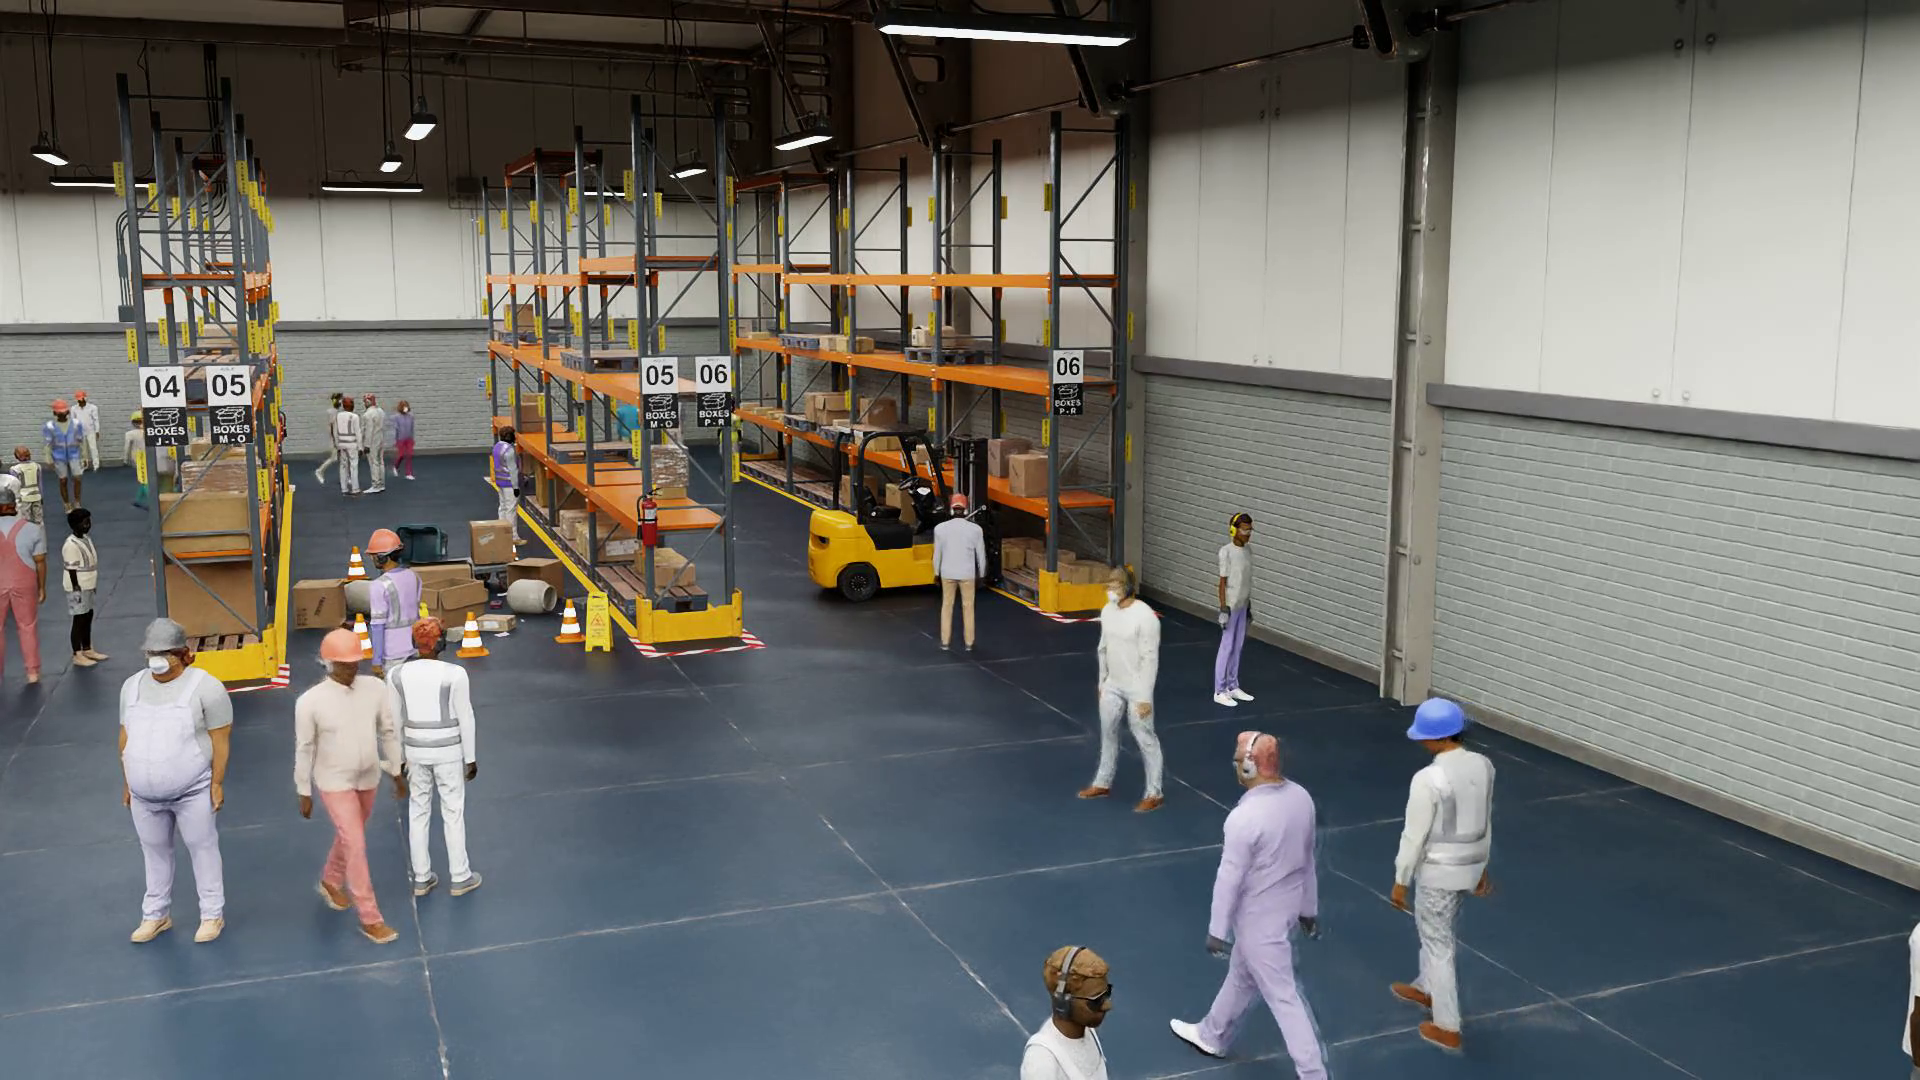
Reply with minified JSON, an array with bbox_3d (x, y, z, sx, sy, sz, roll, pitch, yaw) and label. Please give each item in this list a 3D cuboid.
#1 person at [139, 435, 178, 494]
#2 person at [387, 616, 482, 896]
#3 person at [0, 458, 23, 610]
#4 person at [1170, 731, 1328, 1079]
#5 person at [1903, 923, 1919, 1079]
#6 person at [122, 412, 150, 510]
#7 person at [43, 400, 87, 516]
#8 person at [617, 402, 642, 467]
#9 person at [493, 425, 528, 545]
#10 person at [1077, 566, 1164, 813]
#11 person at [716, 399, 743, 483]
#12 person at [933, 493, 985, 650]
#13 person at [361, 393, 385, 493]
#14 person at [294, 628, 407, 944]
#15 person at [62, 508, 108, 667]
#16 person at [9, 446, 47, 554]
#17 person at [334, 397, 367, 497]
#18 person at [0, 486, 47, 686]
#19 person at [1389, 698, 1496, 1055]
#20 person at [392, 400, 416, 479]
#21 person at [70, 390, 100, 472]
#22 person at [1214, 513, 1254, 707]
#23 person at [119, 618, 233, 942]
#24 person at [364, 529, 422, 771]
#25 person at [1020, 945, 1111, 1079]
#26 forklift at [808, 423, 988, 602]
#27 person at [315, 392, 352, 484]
[{"bbox_3d":[-13.055,-1.136,27.172,0.640,1.915,0.468,-5,10,-28],"label":"person"},{"bbox_3d":[-3.497,1.440,11.080,0.572,1.883,0.355,1,9,6],"label":"person"},{"bbox_3d":[-11.896,-0.141,20.512,0.615,2.047,0.357,-2,9,-15],"label":"person"},{"bbox_3d":[1.507,1.876,8.443,1.039,1.848,0.653,8,12,40],"label":"person"},{"bbox_3d":[4.021,2.134,6.755,0.533,1.871,0.320,-7,11,-36],"label":"person"},{"bbox_3d":[-14.525,-1.391,29.387,0.859,1.717,0.516,5,10,28],"label":"person"},{"bbox_3d":[-15.250,-1.374,28.386,0.647,2.006,0.930,-6,11,-34],"label":"person"},{"bbox_3d":[-6.811,-2.202,34.467,0.576,1.739,0.385,-1,9,-3],"label":"person"},{"bbox_3d":[-6.914,-0.838,25.542,0.429,1.846,0.625,-7,11,-37],"label":"person"},{"bbox_3d":[1.282,1.139,12.878,0.421,1.930,0.640,-6,11,-35],"label":"person"},{"bbox_3d":[-4.588,-1.972,33.136,0.540,1.695,0.317,3,10,19],"label":"person"},{"bbox_3d":[-0.008,0.350,18.361,0.583,1.747,0.338,2,9,10],"label":"person"},{"bbox_3d":[-11.207,-1.848,31.713,0.410,1.906,0.642,0,9,2],"label":"person"},{"bbox_3d":[-3.893,1.496,10.543,1.009,1.957,0.626,7,11,37],"label":"person"},{"bbox_3d":[-9.304,0.500,17.613,0.319,1.689,0.539,-1,9,-9],"label":"person"},{"bbox_3d":[-13.724,-0.568,24.481,0.314,1.638,0.521,4,10,21],"label":"person"},{"bbox_3d":[-11.399,-1.732,31.042,0.584,1.882,0.337,4,10,23],"label":"person"},{"bbox_3d":[-9.622,0.448,16.827,0.684,2.000,0.535,-6,11,-33],"label":"person"},{"bbox_3d":[2.510,1.756,9.020,0.646,1.900,0.755,-7,11,-36],"label":"person"},{"bbox_3d":[-11.289,-2.038,33.761,0.435,1.621,0.514,7,12,39],"label":"person"},{"bbox_3d":[-18.410,-2.287,34.987,0.575,1.739,0.348,-1,9,-8],"label":"person"},{"bbox_3d":[2.668,0.659,16.050,0.313,1.864,0.530,8,12,40],"label":"person"},{"bbox_3d":[-4.881,1.487,10.287,0.682,2.000,0.537,0,9,1],"label":"person"},{"bbox_3d":[-4.744,0.916,13.928,0.419,2.034,0.605,2,9,14],"label":"person"},{"bbox_3d":[0.366,2.295,5.818,0.325,1.843,0.517,3,10,20],"label":"person"},{"bbox_3d":[-0.830,-0.399,21.676,2.313,2.155,1.214,-4,10,-21],"label":"forklift"},{"bbox_3d":[-12.359,-2.001,32.855,0.769,1.845,0.509,2,9,9],"label":"person"}]
